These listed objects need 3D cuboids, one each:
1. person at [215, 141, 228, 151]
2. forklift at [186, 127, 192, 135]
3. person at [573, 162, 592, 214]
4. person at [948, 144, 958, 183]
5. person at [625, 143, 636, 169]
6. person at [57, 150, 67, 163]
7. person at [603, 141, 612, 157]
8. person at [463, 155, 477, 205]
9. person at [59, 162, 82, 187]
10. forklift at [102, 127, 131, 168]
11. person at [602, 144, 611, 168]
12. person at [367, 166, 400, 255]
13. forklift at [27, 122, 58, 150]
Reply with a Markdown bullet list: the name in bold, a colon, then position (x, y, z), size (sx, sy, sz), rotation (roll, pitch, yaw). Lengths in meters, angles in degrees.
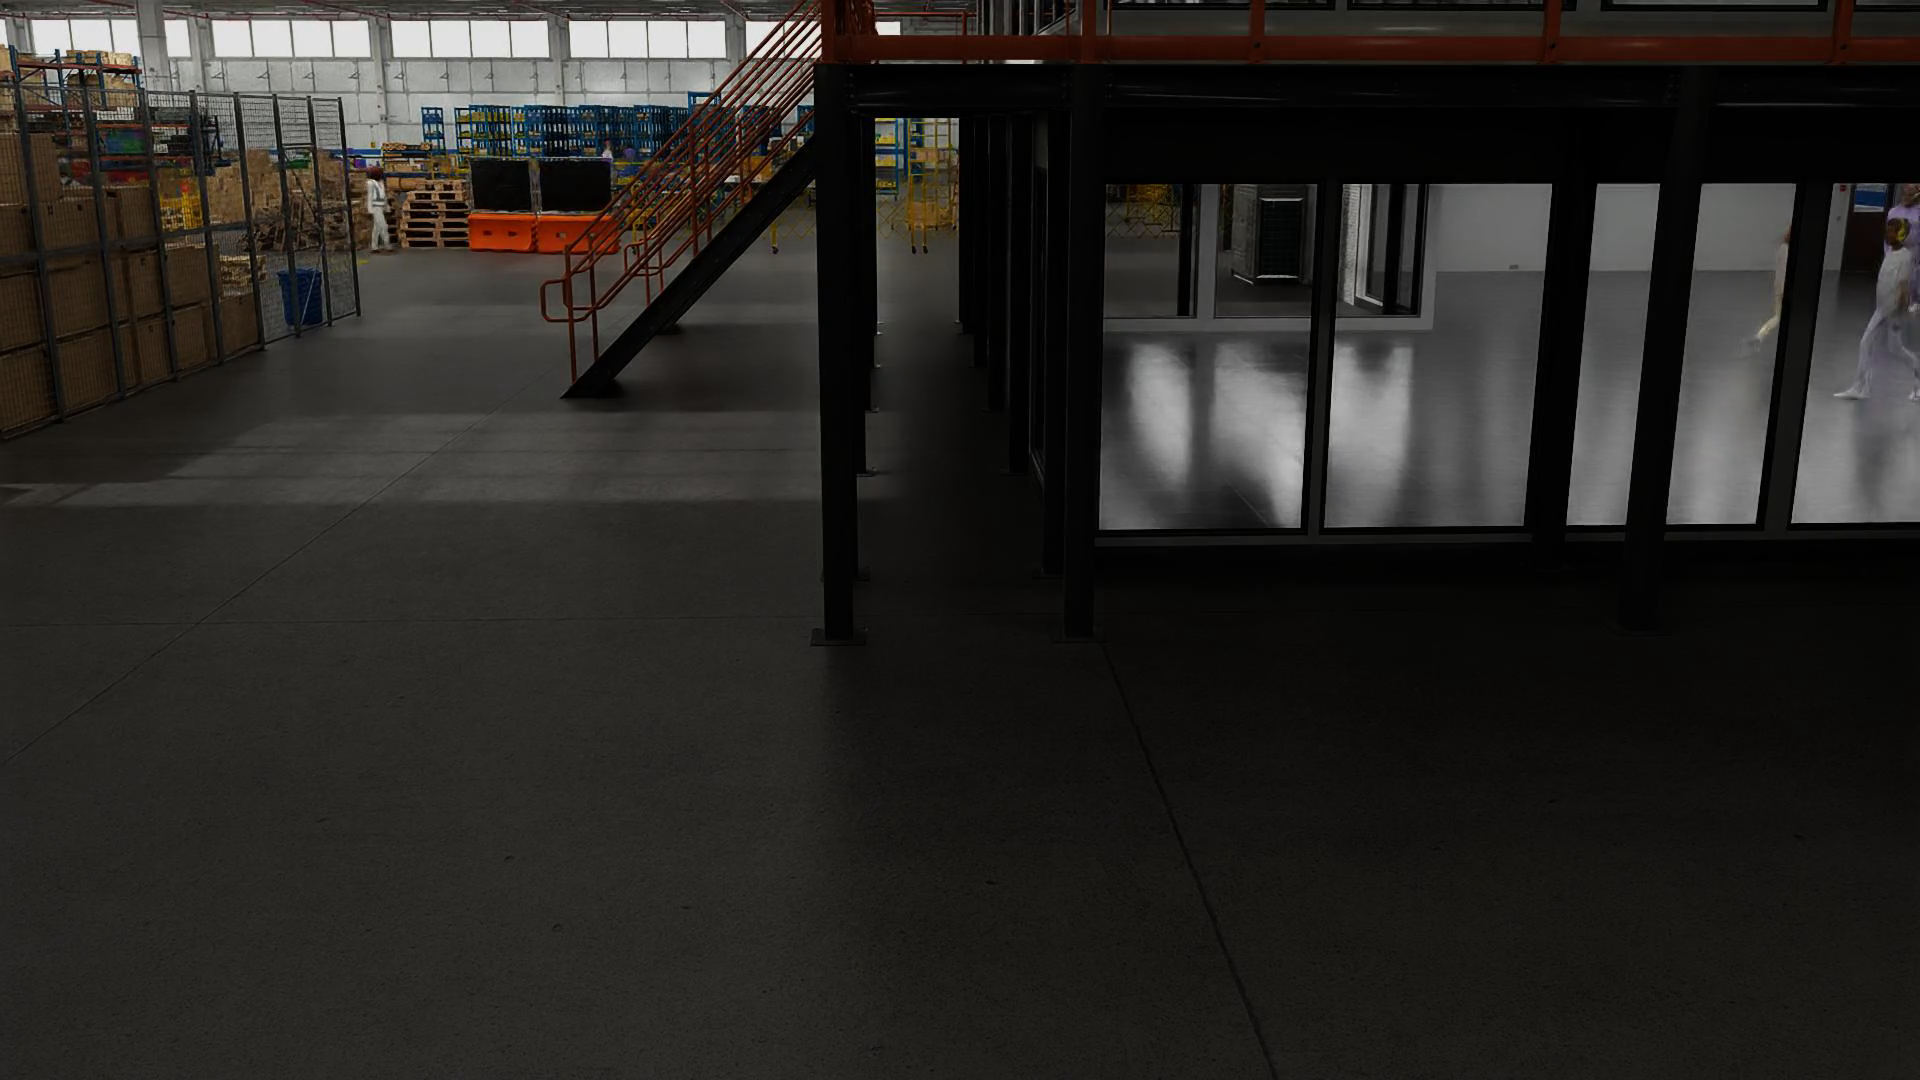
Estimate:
- **person**: position (-36.600, -18.830, 82.516), size (0.636, 1.927, 0.443), rotation (-9, 17, -33)
- **forklift**: position (-41.885, -21.408, 90.898), size (1.873, 2.768, 1.129), rotation (-1, 14, -2)
- **person**: position (-10.496, -9.628, 46.188), size (0.929, 1.709, 0.538), rotation (-7, 16, -27)
- **person**: position (-0.241, -17.704, 78.298), size (0.625, 1.785, 0.902), rotation (13, 19, 43)
- **person**: position (-16.072, -18.467, 81.315), size (0.597, 1.799, 0.926), rotation (0, 14, 2)
- **person**: position (-33.907, -13.810, 62.719), size (0.602, 1.809, 0.795), rotation (0, 14, 1)
- **person**: position (-16.196, -17.375, 76.627), size (0.448, 1.980, 0.624), rotation (-13, 19, -41)
- **person**: position (-14.776, -10.631, 49.983), size (0.965, 1.809, 0.480), rotation (-7, 16, -25)
- **person**: position (-18.153, -6.691, 33.780), size (0.687, 2.000, 1.034), rotation (-9, 17, -31)
- **forklift**: position (-36.518, -16.871, 72.764), size (1.873, 2.768, 1.129), rotation (-1, 14, -2)
- **person**: position (-15.670, -16.647, 73.911), size (0.447, 1.884, 0.695), rotation (-5, 15, -19)
- **person**: position (-12.226, -6.983, 35.310), size (0.831, 1.853, 0.618), rotation (1, 14, 4)
- **forklift**: position (-35.376, -14.773, 64.377), size (1.129, 2.768, 1.873), rotation (-1, 14, -2)
